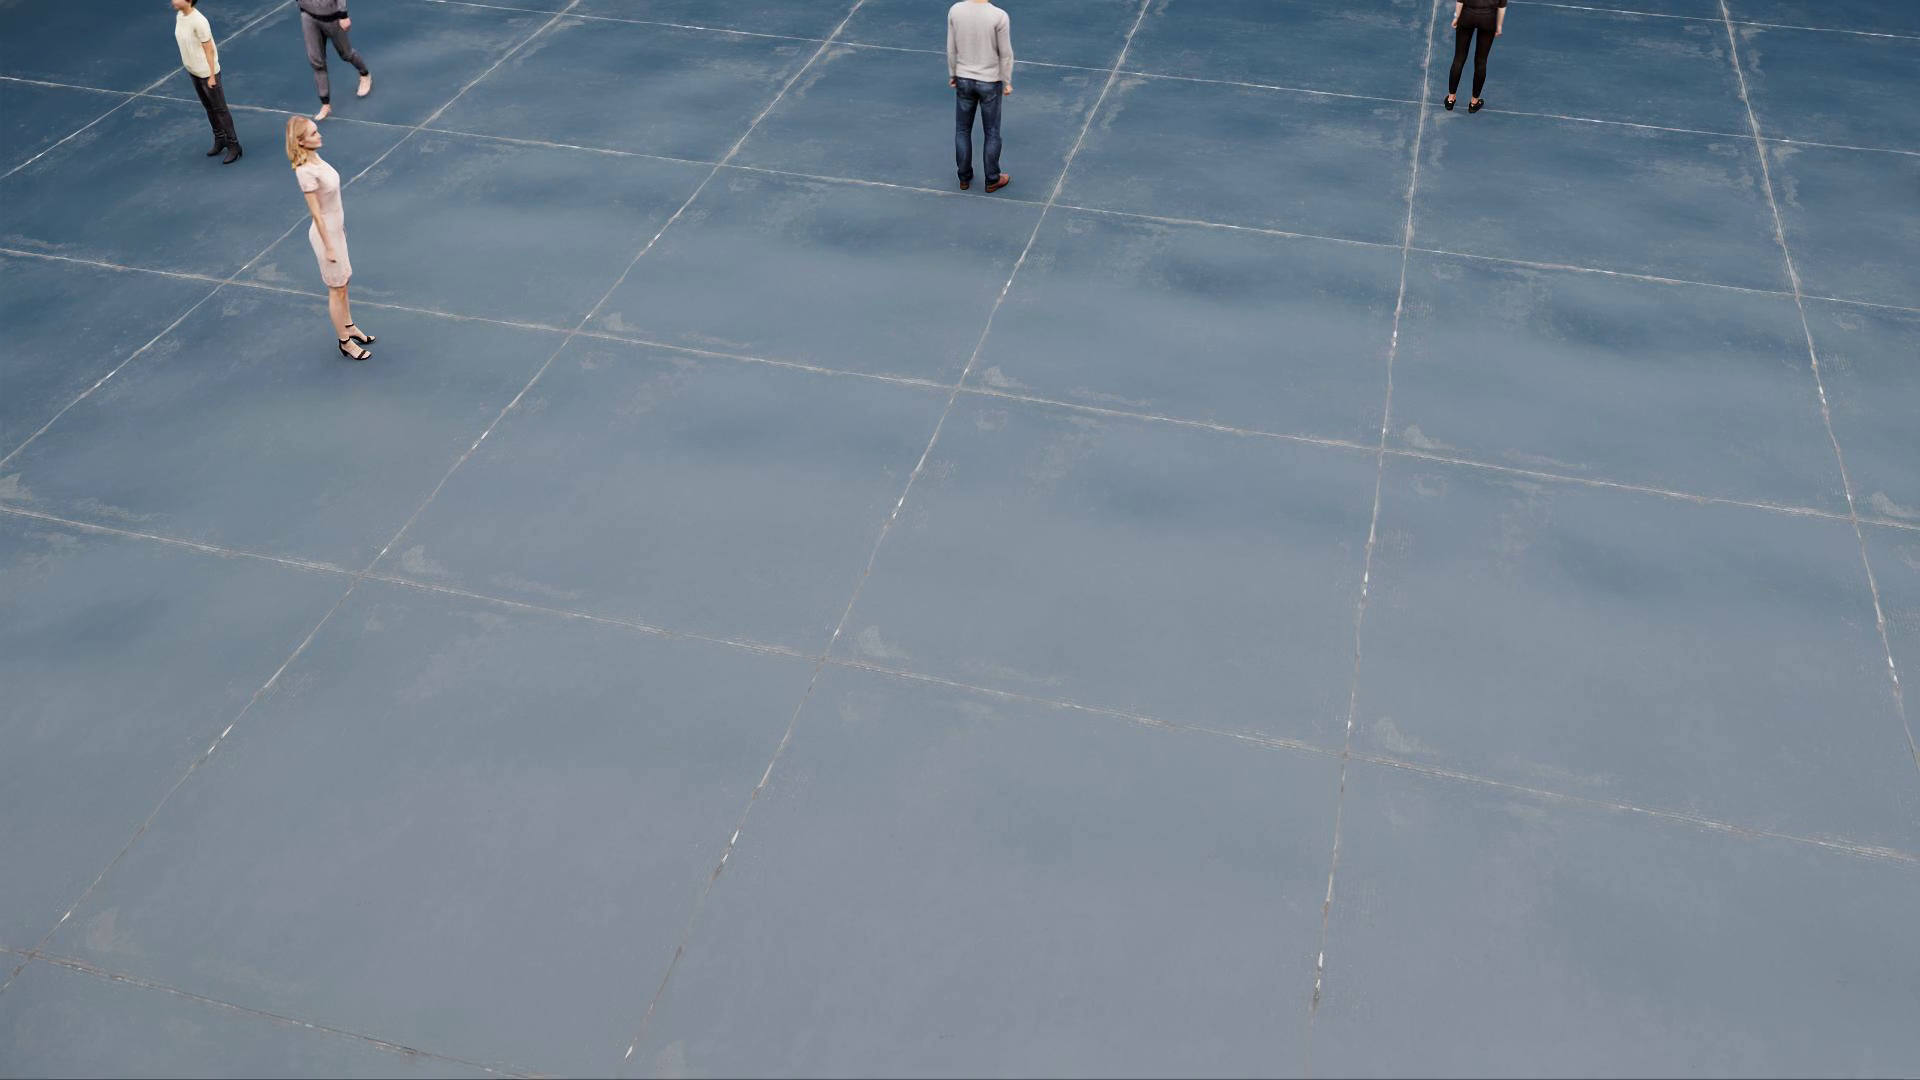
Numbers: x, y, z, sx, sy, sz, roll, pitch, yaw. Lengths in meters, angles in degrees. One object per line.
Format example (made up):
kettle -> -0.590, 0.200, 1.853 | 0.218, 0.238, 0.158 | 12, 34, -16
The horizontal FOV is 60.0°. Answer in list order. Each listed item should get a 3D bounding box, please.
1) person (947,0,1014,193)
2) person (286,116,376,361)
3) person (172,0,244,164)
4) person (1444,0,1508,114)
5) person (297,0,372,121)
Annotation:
person -> 0.163, -3.847, 13.922 | 0.750, 1.911, 0.652 | 14, 40, 17
person -> -4.491, -2.146, 11.814 | 0.697, 1.830, 0.557 | -4, 38, -5
person -> -6.589, -4.088, 14.493 | 0.662, 1.588, 0.645 | 28, 46, 31
person -> 4.760, -4.792, 15.291 | 0.623, 1.713, 0.553 | 14, 40, 17
person -> -5.822, -4.882, 15.320 | 0.710, 1.819, 1.117 | 8, 39, 10
